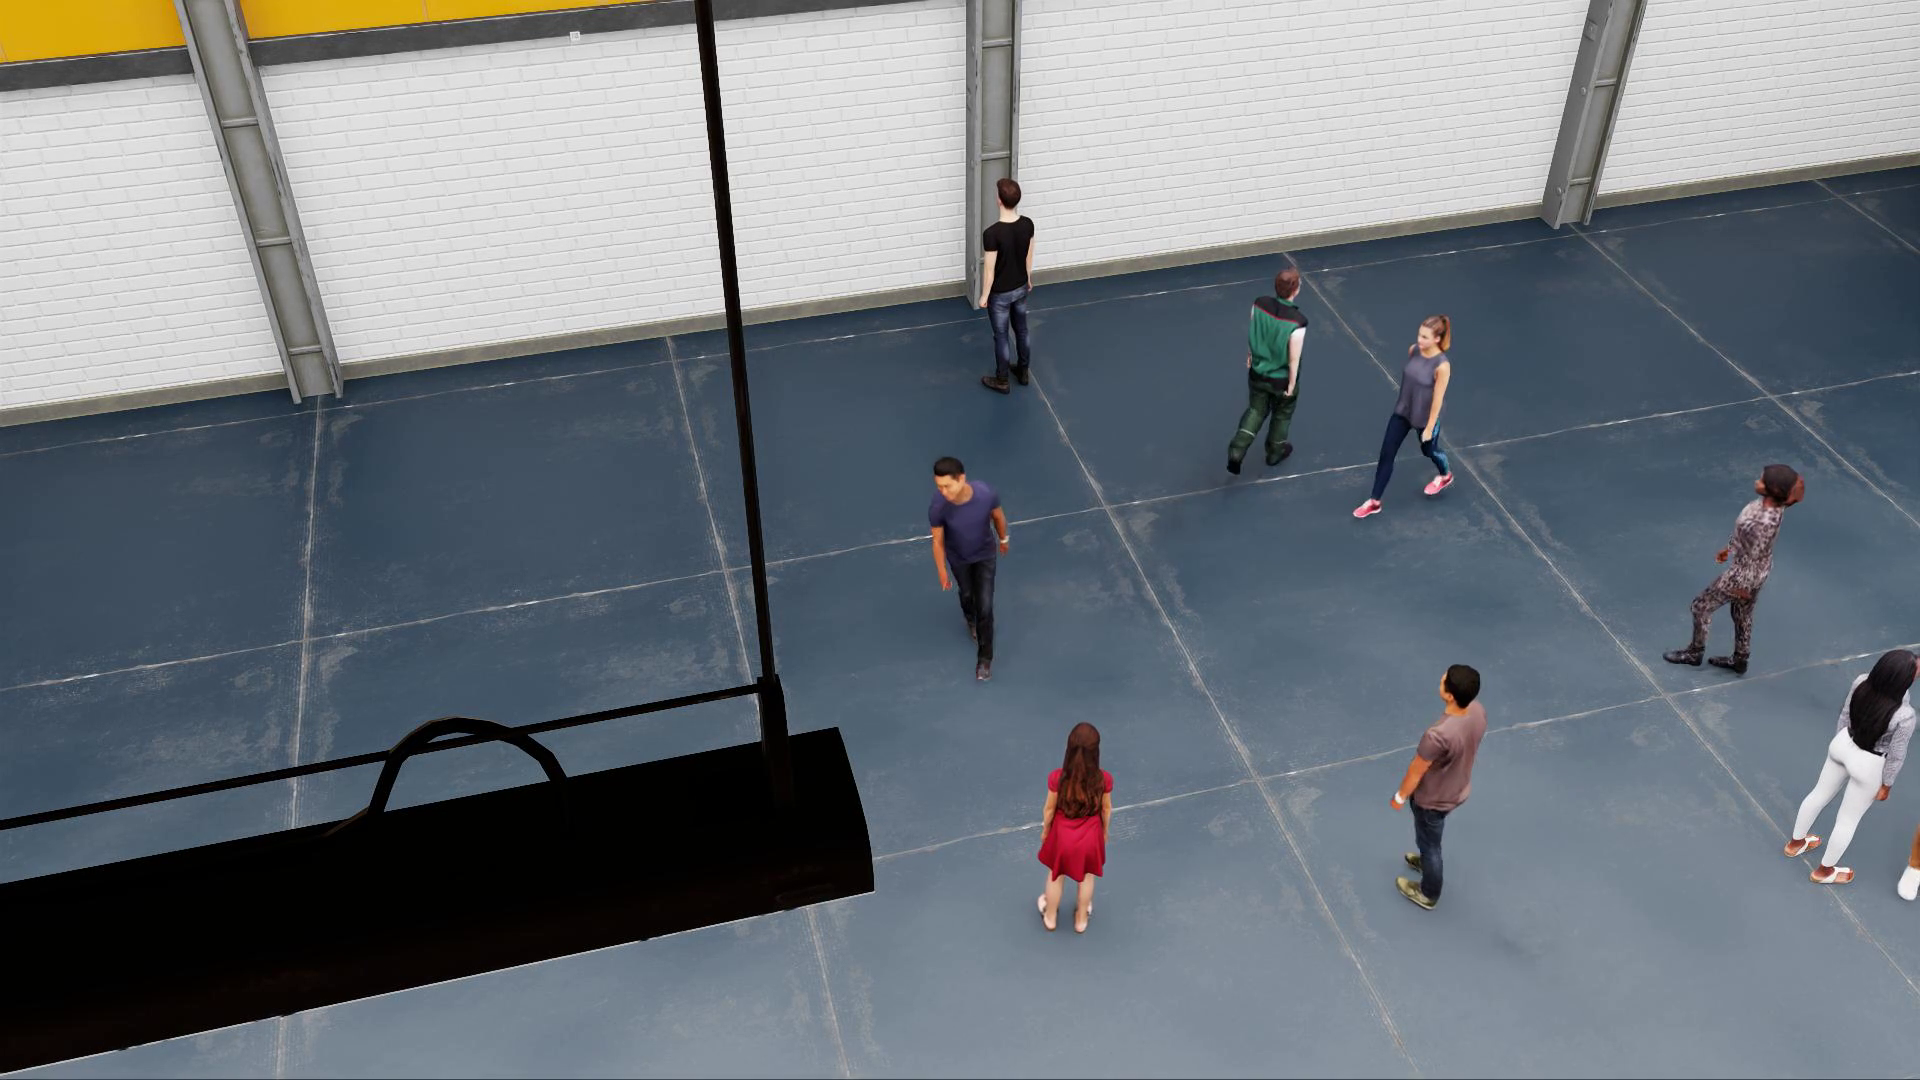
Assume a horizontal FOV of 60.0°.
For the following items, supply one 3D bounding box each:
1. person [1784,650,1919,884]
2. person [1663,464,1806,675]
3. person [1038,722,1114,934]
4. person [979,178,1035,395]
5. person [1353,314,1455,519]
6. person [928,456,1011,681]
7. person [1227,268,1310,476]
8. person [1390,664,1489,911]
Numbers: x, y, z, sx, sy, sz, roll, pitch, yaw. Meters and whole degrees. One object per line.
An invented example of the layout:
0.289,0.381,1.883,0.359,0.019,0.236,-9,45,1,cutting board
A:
5.229,1.298,9.682,0.527,1.724,0.600,-12,40,-14,person
5.307,0.237,11.033,0.874,1.696,0.816,21,43,24,person
0.649,1.648,9.383,0.593,1.551,0.667,-2,39,-3,person
0.403,-2.093,13.790,0.621,1.896,0.790,-23,44,-26,person
3.517,-0.938,12.514,1.216,1.683,0.800,-20,43,-23,person
0.090,0.070,11.220,0.958,1.724,0.895,-8,39,-10,person
2.373,-1.274,12.822,0.978,1.825,1.100,29,47,31,person
2.800,1.465,9.441,0.824,1.764,0.729,31,48,33,person
